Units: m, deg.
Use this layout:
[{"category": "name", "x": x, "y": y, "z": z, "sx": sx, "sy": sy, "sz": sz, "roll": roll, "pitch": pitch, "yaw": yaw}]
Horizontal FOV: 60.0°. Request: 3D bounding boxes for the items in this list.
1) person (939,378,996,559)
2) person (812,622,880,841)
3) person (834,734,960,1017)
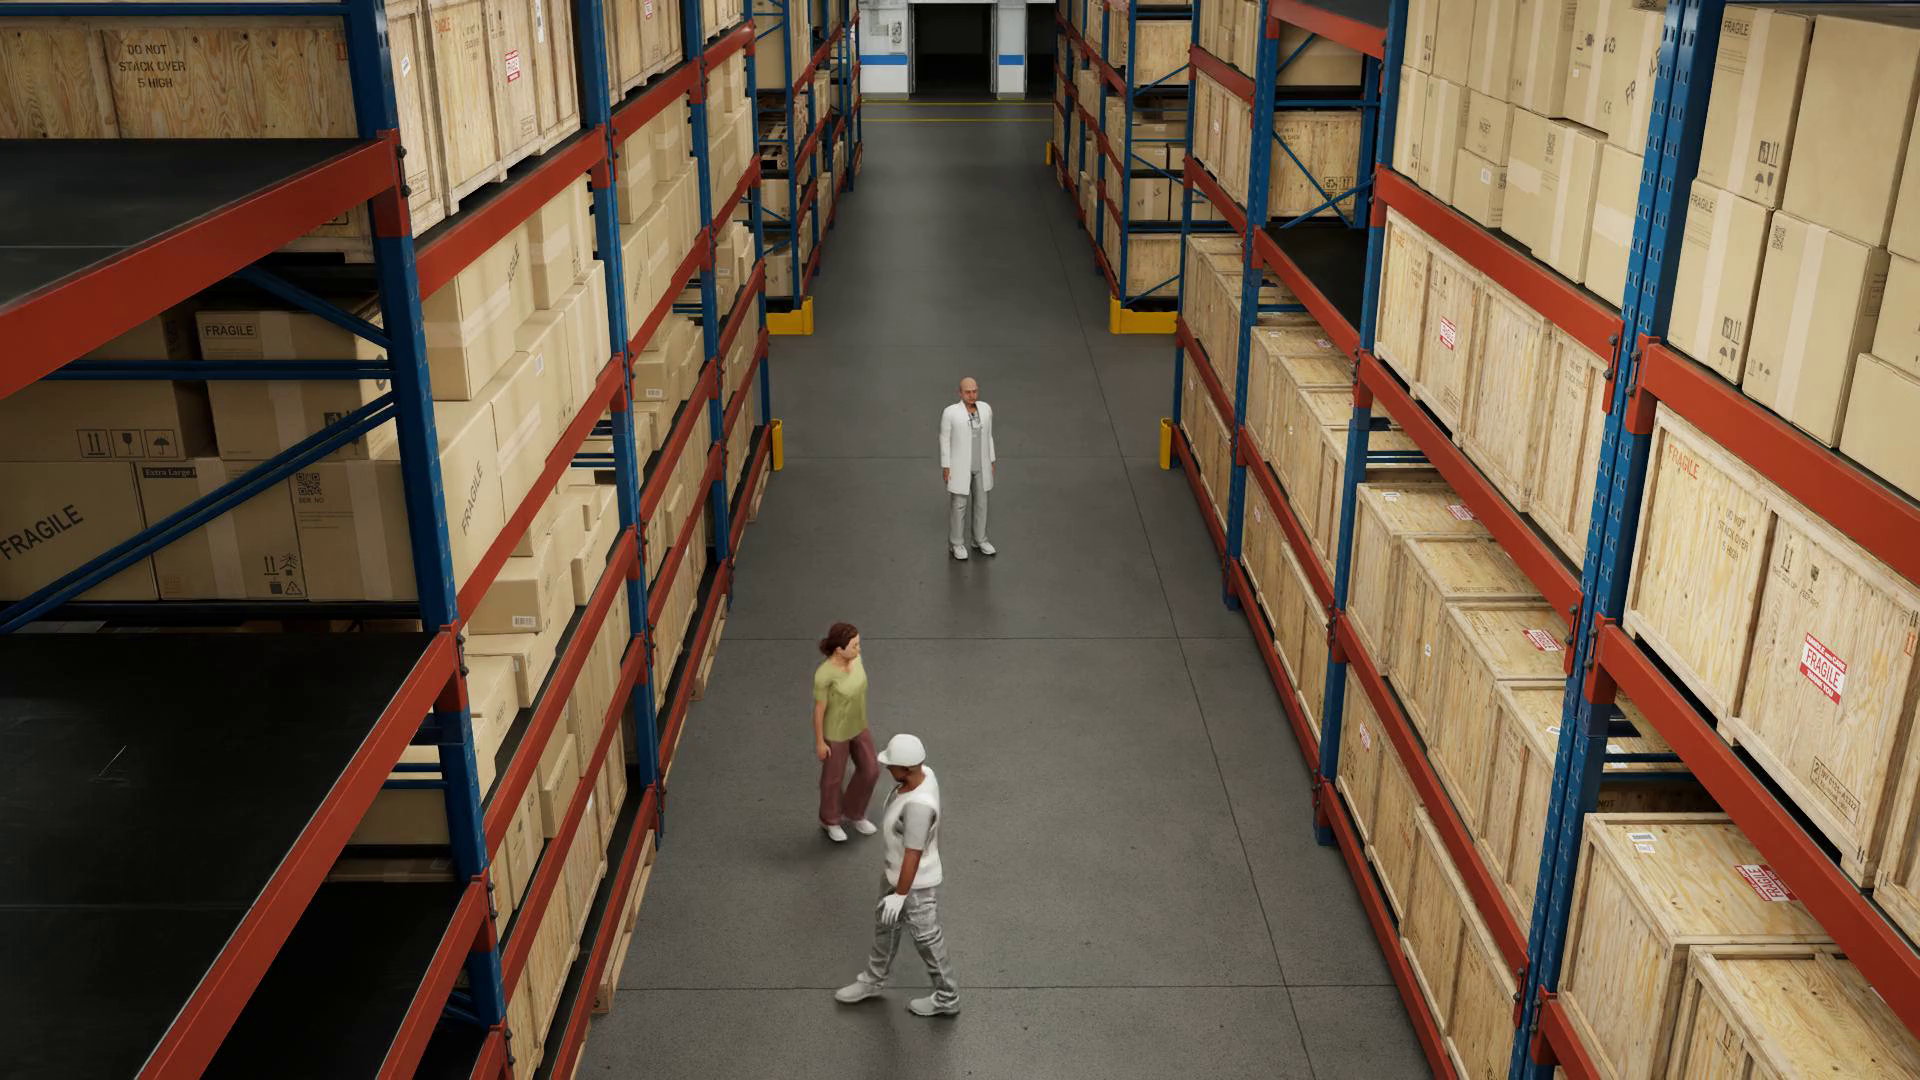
[{"category": "person", "x": 0.115, "y": -0.708, "z": 16.282, "sx": 0.571, "sy": 1.782, "sz": 0.392, "roll": -10, "pitch": 23, "yaw": -23}, {"category": "person", "x": -0.826, "y": 1.301, "z": 11.319, "sx": 0.427, "sy": 1.687, "sz": 0.475, "roll": 19, "pitch": 29, "yaw": 40}, {"category": "person", "x": -0.383, "y": 1.937, "z": 9.582, "sx": 0.723, "sy": 1.777, "sz": 0.636, "roll": -4, "pitch": 22, "yaw": -10}]
